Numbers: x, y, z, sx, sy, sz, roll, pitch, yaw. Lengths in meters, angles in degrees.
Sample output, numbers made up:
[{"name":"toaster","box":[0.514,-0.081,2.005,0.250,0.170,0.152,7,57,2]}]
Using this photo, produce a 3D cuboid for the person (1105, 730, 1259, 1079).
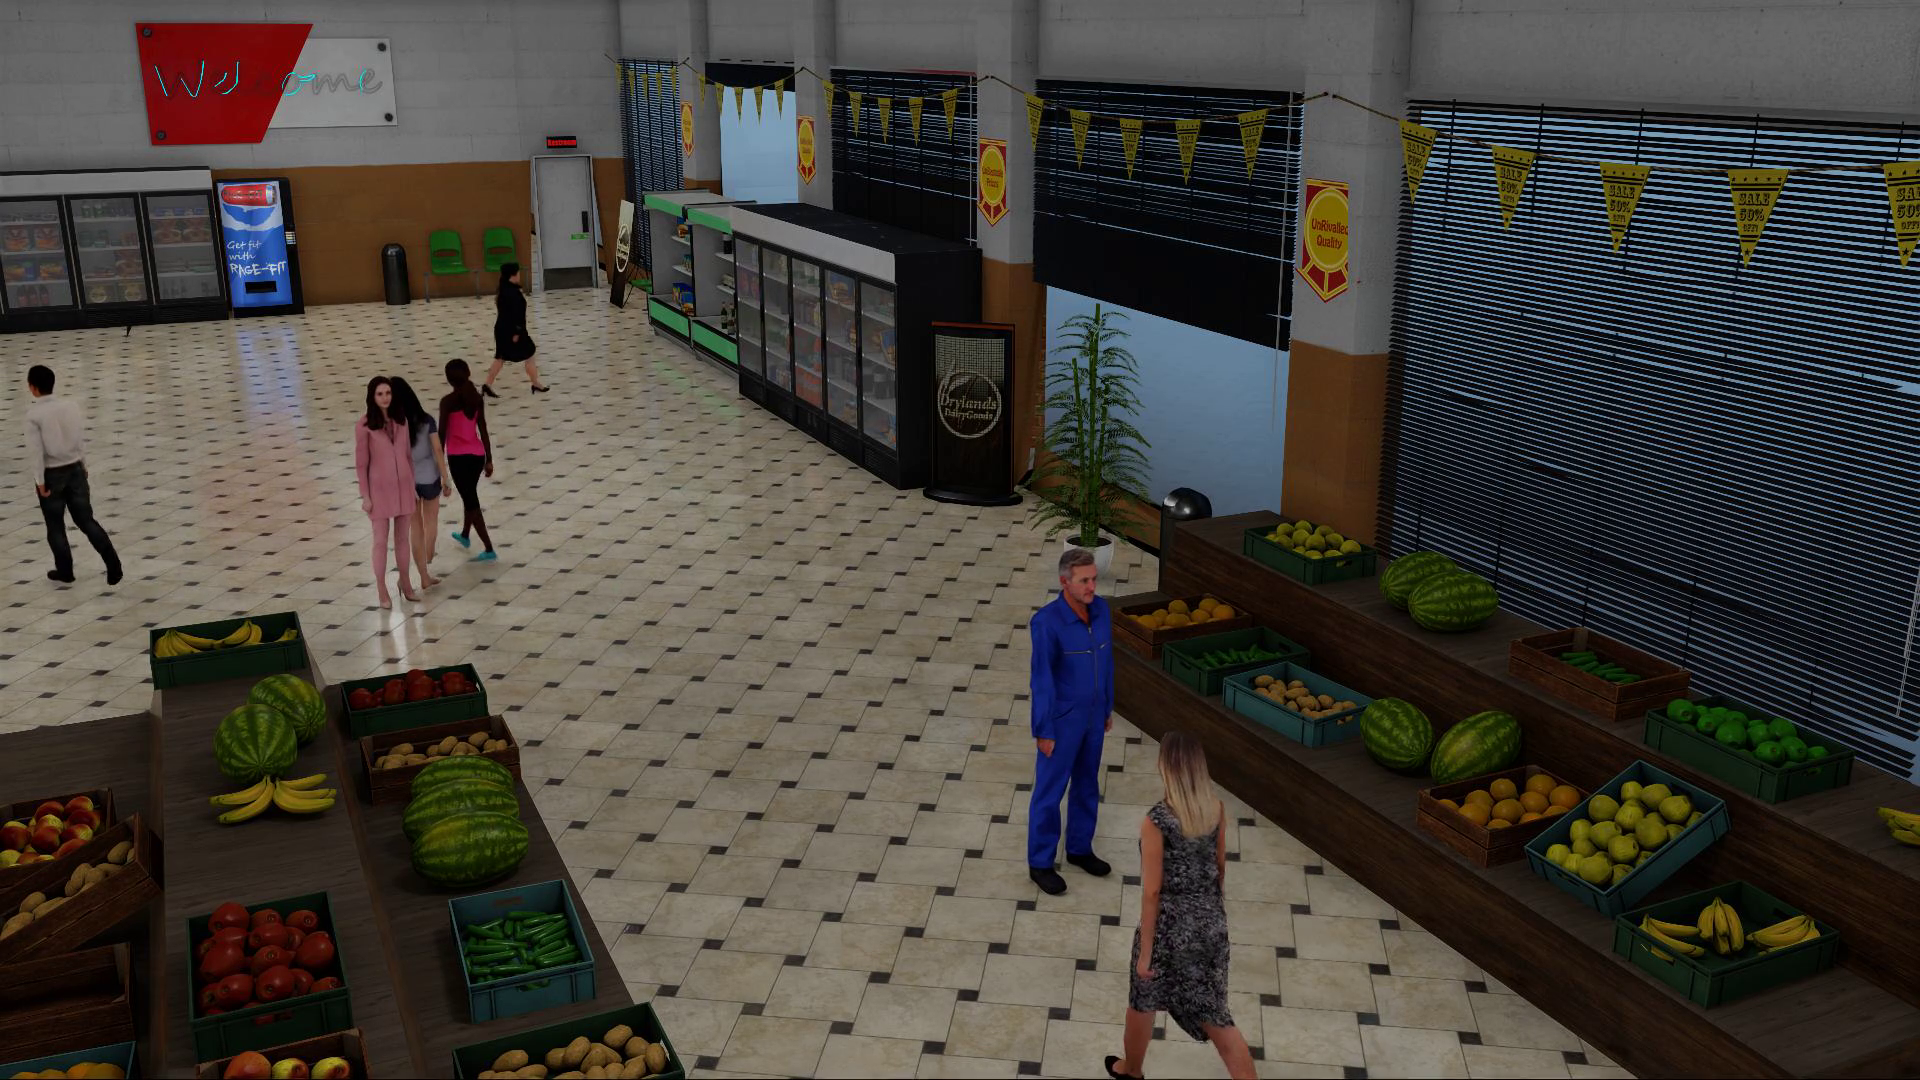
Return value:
[{"name":"person","box":[0.944,1.617,6.490,0.669,1.657,1.171,-10,20,-31]}]

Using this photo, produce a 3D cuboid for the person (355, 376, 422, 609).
[{"name":"person","box":[-4.396,-0.378,12.810,0.644,1.801,0.683,16,23,42]}]

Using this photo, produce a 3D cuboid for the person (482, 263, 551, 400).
[{"name":"person","box":[-5.479,-2.470,19.998,0.960,1.627,1.124,-15,22,-40]}]

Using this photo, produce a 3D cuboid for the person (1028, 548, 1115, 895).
[{"name":"person","box":[0.567,0.903,8.552,0.787,1.824,0.686,-15,23,-41]}]

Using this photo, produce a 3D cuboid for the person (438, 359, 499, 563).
[{"name":"person","box":[-4.062,-0.620,13.812,1.173,1.682,0.839,16,23,42]}]

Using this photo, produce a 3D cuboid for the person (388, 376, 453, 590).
[{"name":"person","box":[-4.308,-0.428,13.229,0.771,1.653,1.109,-3,17,-8]}]

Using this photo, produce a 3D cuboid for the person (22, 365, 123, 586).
[{"name":"person","box":[-7.037,-0.477,13.160,1.188,1.787,1.016,10,20,30]}]
